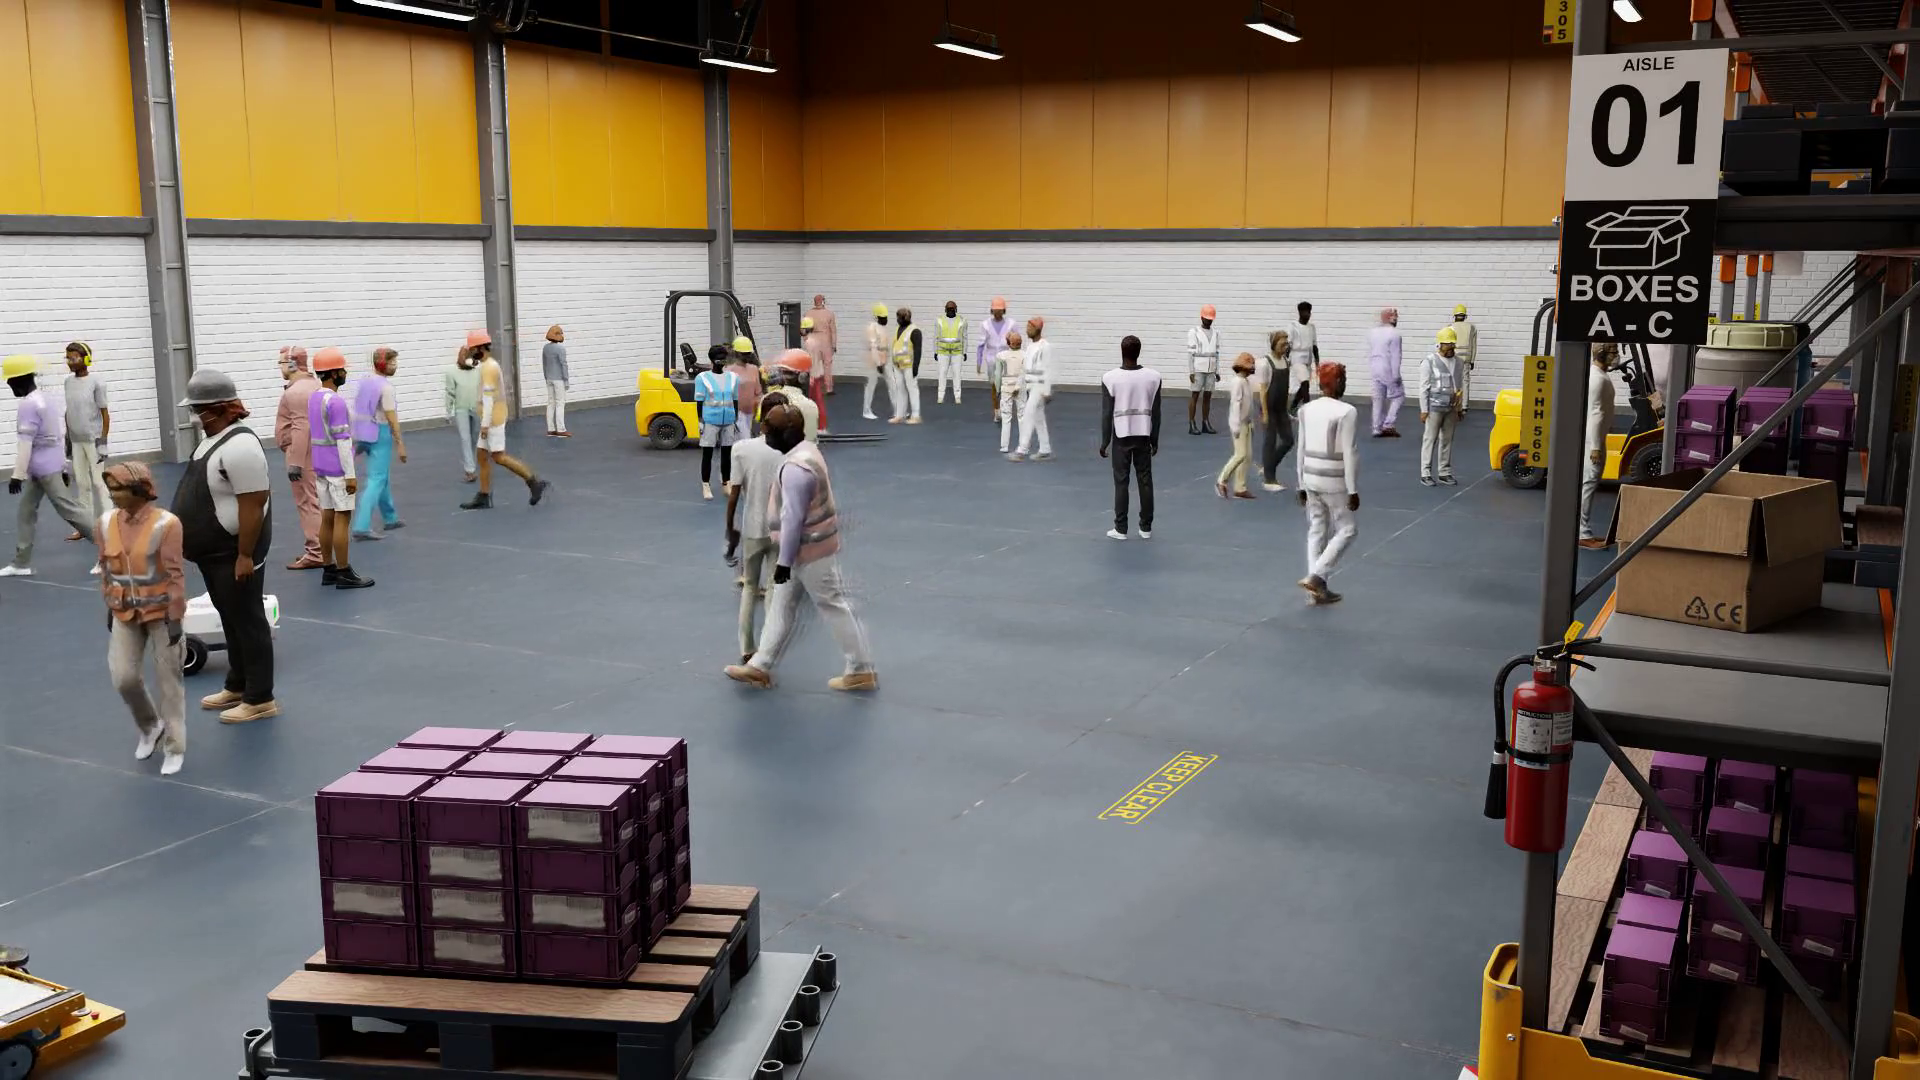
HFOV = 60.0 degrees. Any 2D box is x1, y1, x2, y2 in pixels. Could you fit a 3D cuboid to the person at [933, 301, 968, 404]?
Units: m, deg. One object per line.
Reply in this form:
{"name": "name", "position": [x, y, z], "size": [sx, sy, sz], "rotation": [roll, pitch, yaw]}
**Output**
{"name": "person", "position": [-0.170, -3.351, 29.721], "size": [0.621, 1.840, 0.429], "rotation": [0, 10, 1]}

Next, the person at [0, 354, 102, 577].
{"name": "person", "position": [-7.554, -0.619, 13.827], "size": [0.989, 1.877, 0.599], "rotation": [-4, 11, -22]}

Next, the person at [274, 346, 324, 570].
{"name": "person", "position": [-5.622, -0.703, 14.197], "size": [0.404, 1.904, 0.651], "rotation": [-1, 10, -7]}

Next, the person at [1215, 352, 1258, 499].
{"name": "person", "position": [3.047, -1.247, 18.201], "size": [0.451, 1.610, 0.559], "rotation": [5, 11, 26]}

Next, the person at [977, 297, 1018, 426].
{"name": "person", "position": [0.579, -2.777, 25.951], "size": [0.640, 1.983, 1.055], "rotation": [1, 10, 7]}

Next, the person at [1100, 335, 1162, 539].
{"name": "person", "position": [1.606, -0.959, 15.635], "size": [0.588, 1.920, 0.398], "rotation": [-2, 10, -12]}

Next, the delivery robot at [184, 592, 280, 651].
{"name": "delivery robot", "position": [-4.809, 0.508, 10.818], "size": [0.707, 0.478, 0.477], "rotation": [-5, 11, -25]}

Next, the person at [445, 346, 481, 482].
{"name": "person", "position": [-5.719, -1.470, 19.498], "size": [0.526, 1.589, 0.816], "rotation": [-6, 11, -31]}

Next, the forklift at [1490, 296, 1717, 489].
{"name": "forklift", "position": [7.296, -1.677, 18.993], "size": [2.313, 2.155, 1.214], "rotation": [5, 11, 27]}

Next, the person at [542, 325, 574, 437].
{"name": "person", "position": [-5.902, -2.322, 24.349], "size": [0.507, 1.632, 0.273], "rotation": [8, 13, 39]}

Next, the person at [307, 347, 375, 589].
{"name": "person", "position": [-4.997, -0.575, 13.345], "size": [0.347, 1.943, 0.545], "rotation": [-9, 14, -44]}

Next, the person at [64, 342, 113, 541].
{"name": "person", "position": [-8.152, -0.906, 15.497], "size": [0.512, 1.862, 0.328], "rotation": [3, 10, 18]}

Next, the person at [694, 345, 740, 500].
{"name": "person", "position": [-2.644, -1.287, 18.187], "size": [0.532, 1.694, 0.319], "rotation": [-6, 12, -33]}

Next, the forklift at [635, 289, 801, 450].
{"name": "forklift", "position": [-3.358, -2.392, 23.136], "size": [2.313, 2.155, 1.214], "rotation": [-1, 10, -5]}

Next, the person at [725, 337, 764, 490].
{"name": "person", "position": [-2.442, -1.428, 18.867], "size": [0.538, 1.740, 0.518], "rotation": [6, 12, 32]}

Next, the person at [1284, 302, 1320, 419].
{"name": "person", "position": [5.533, -2.855, 26.672], "size": [0.652, 1.910, 0.807], "rotation": [-8, 13, -38]}

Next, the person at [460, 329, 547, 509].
{"name": "person", "position": [-4.820, -1.261, 17.462], "size": [0.839, 1.902, 0.607], "rotation": [-3, 10, -16]}

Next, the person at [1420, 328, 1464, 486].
{"name": "person", "position": [5.590, -1.536, 19.245], "size": [0.605, 1.829, 0.403], "rotation": [-4, 11, -22]}

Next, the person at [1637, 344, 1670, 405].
{"name": "person", "position": [9.249, -2.039, 21.995], "size": [0.650, 1.886, 0.749], "rotation": [0, 10, 0]}

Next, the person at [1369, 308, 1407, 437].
{"name": "person", "position": [6.256, -2.426, 24.185], "size": [0.502, 1.892, 0.672], "rotation": [-4, 11, -23]}

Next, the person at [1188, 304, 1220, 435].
{"name": "person", "position": [3.633, -2.520, 24.642], "size": [0.550, 1.931, 0.383], "rotation": [-5, 11, -25]}

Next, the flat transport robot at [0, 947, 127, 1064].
{"name": "flat transport robot", "position": [-3.478, 1.663, 5.218], "size": [0.652, 0.197, 1.431], "rotation": [5, 11, 28]}

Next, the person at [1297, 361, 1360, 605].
{"name": "person", "position": [2.802, -0.418, 12.641], "size": [0.426, 1.869, 0.614], "rotation": [-6, 12, -32]}

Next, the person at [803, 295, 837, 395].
{"name": "person", "position": [-2.633, -3.681, 31.452], "size": [0.639, 1.902, 0.406], "rotation": [1, 10, 8]}

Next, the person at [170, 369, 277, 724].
{"name": "person", "position": [-4.246, 0.028, 9.567], "size": [0.536, 2.000, 0.688], "rotation": [-7, 12, -36]}

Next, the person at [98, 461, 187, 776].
{"name": "person", "position": [-4.216, 0.404, 8.605], "size": [0.505, 1.630, 0.372], "rotation": [1, 10, 3]}

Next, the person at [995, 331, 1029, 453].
{"name": "person", "position": [0.727, -1.986, 22.372], "size": [0.520, 1.645, 0.307], "rotation": [0, 10, -3]}

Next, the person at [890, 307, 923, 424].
{"name": "person", "position": [-0.865, -2.744, 26.201], "size": [0.429, 1.842, 0.632], "rotation": [-8, 12, -38]}

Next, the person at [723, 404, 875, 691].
{"name": "person", "position": [-0.974, 0.062, 10.127], "size": [0.948, 1.785, 0.646], "rotation": [-1, 10, -7]}

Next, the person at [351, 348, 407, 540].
{"name": "person", "position": [-5.541, -0.915, 15.789], "size": [0.662, 1.799, 0.836], "rotation": [8, 12, 38]}

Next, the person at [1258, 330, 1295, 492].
{"name": "person", "position": [3.545, -1.451, 18.739], "size": [0.518, 1.831, 0.386], "rotation": [-8, 13, -38]}

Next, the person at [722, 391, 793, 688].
{"name": "person", "position": [-1.224, -0.029, 10.541], "size": [0.553, 1.819, 0.869], "rotation": [-1, 10, -5]}

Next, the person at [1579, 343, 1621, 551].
{"name": "person", "position": [5.773, -0.883, 15.138], "size": [0.372, 1.939, 0.629], "rotation": [3, 10, 19]}

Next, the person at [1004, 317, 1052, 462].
{"name": "person", "position": [0.869, -1.934, 21.463], "size": [0.709, 1.864, 0.590], "rotation": [-3, 10, -17]}

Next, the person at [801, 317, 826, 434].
{"name": "person", "position": [-2.304, -2.388, 24.386], "size": [0.742, 1.737, 0.555], "rotation": [1, 10, 4]}

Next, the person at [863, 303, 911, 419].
{"name": "person", "position": [-1.223, -2.863, 26.800], "size": [0.905, 1.871, 0.596], "rotation": [7, 12, 35]}

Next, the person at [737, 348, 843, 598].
{"name": "person", "position": [-1.363, -0.521, 13.013], "size": [0.621, 1.959, 0.971], "rotation": [8, 13, 40]}

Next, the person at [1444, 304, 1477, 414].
{"name": "person", "position": [8.324, -3.019, 27.808], "size": [0.591, 1.833, 0.403], "rotation": [0, 10, -2]}
